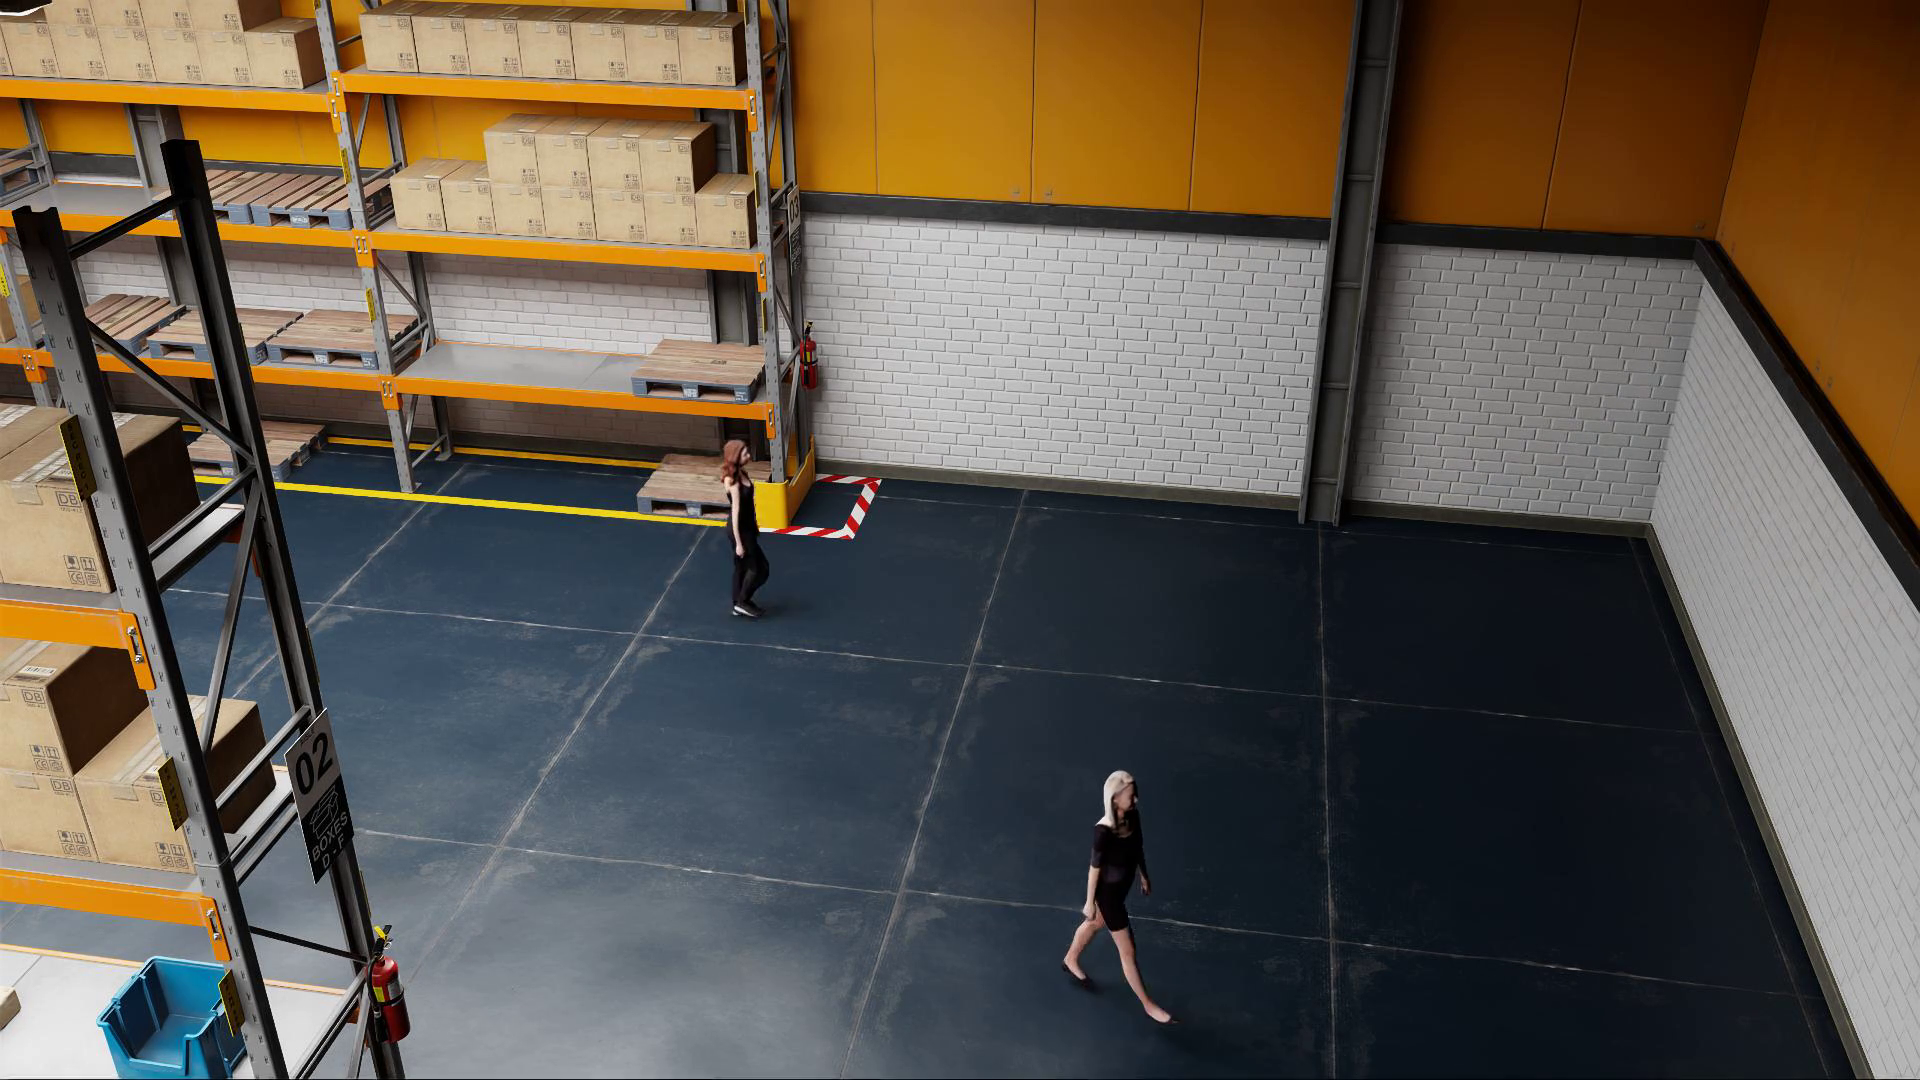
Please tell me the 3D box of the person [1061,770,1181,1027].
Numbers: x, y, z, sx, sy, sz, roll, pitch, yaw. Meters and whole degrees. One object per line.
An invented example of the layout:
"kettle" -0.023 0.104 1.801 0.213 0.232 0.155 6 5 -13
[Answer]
"person" 0.877 2.190 10.457 1.227 1.785 0.910 18 33 29

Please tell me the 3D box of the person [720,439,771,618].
"person" -2.016 -0.086 14.674 0.665 1.741 0.649 1 29 1
